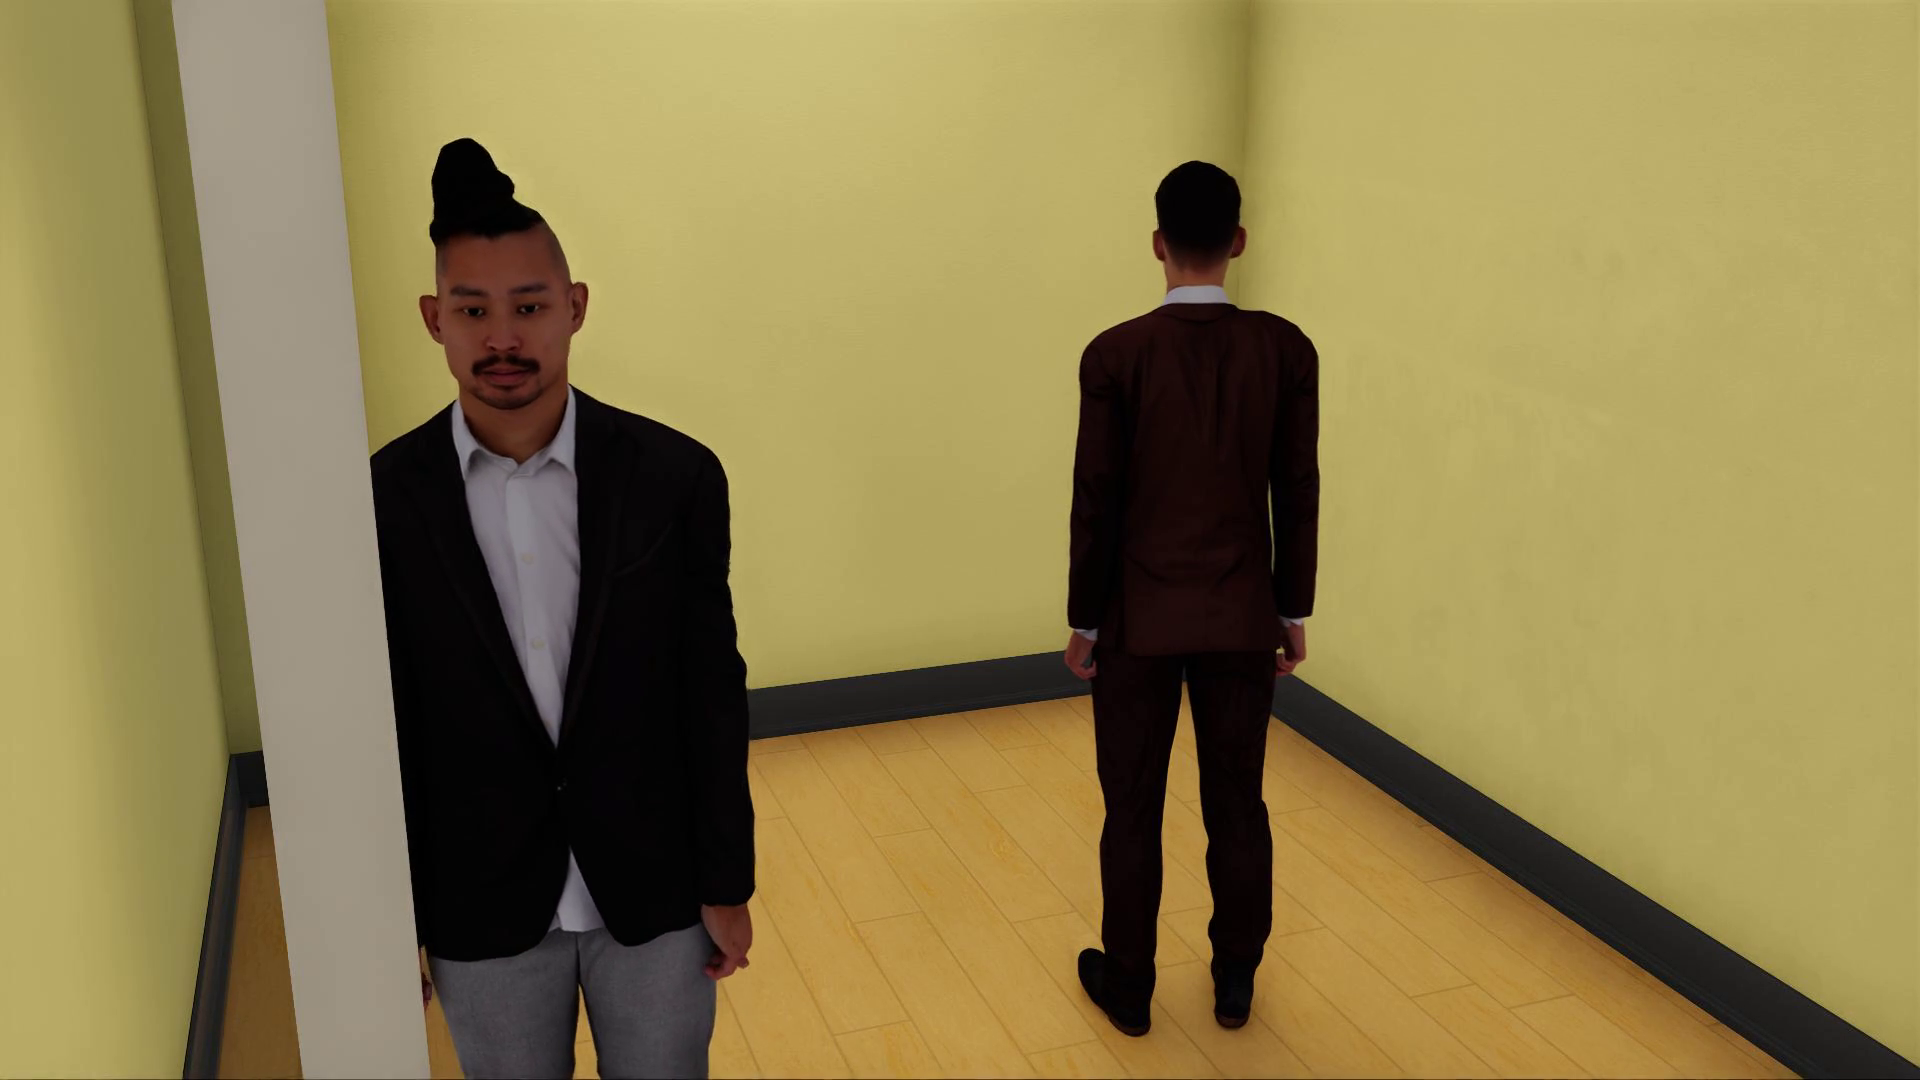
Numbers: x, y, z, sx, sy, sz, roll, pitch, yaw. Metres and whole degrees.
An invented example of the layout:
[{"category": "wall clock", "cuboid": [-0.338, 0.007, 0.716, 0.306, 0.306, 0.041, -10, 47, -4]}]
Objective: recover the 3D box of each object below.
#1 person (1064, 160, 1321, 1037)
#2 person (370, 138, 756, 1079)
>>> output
[{"category": "person", "cuboid": [0.477, 0.153, 3.499, 0.599, 1.863, 0.799, -2, 16, -7]}, {"category": "person", "cuboid": [-0.559, 0.433, 2.340, 0.575, 1.953, 0.788, -4, 16, -13]}]
